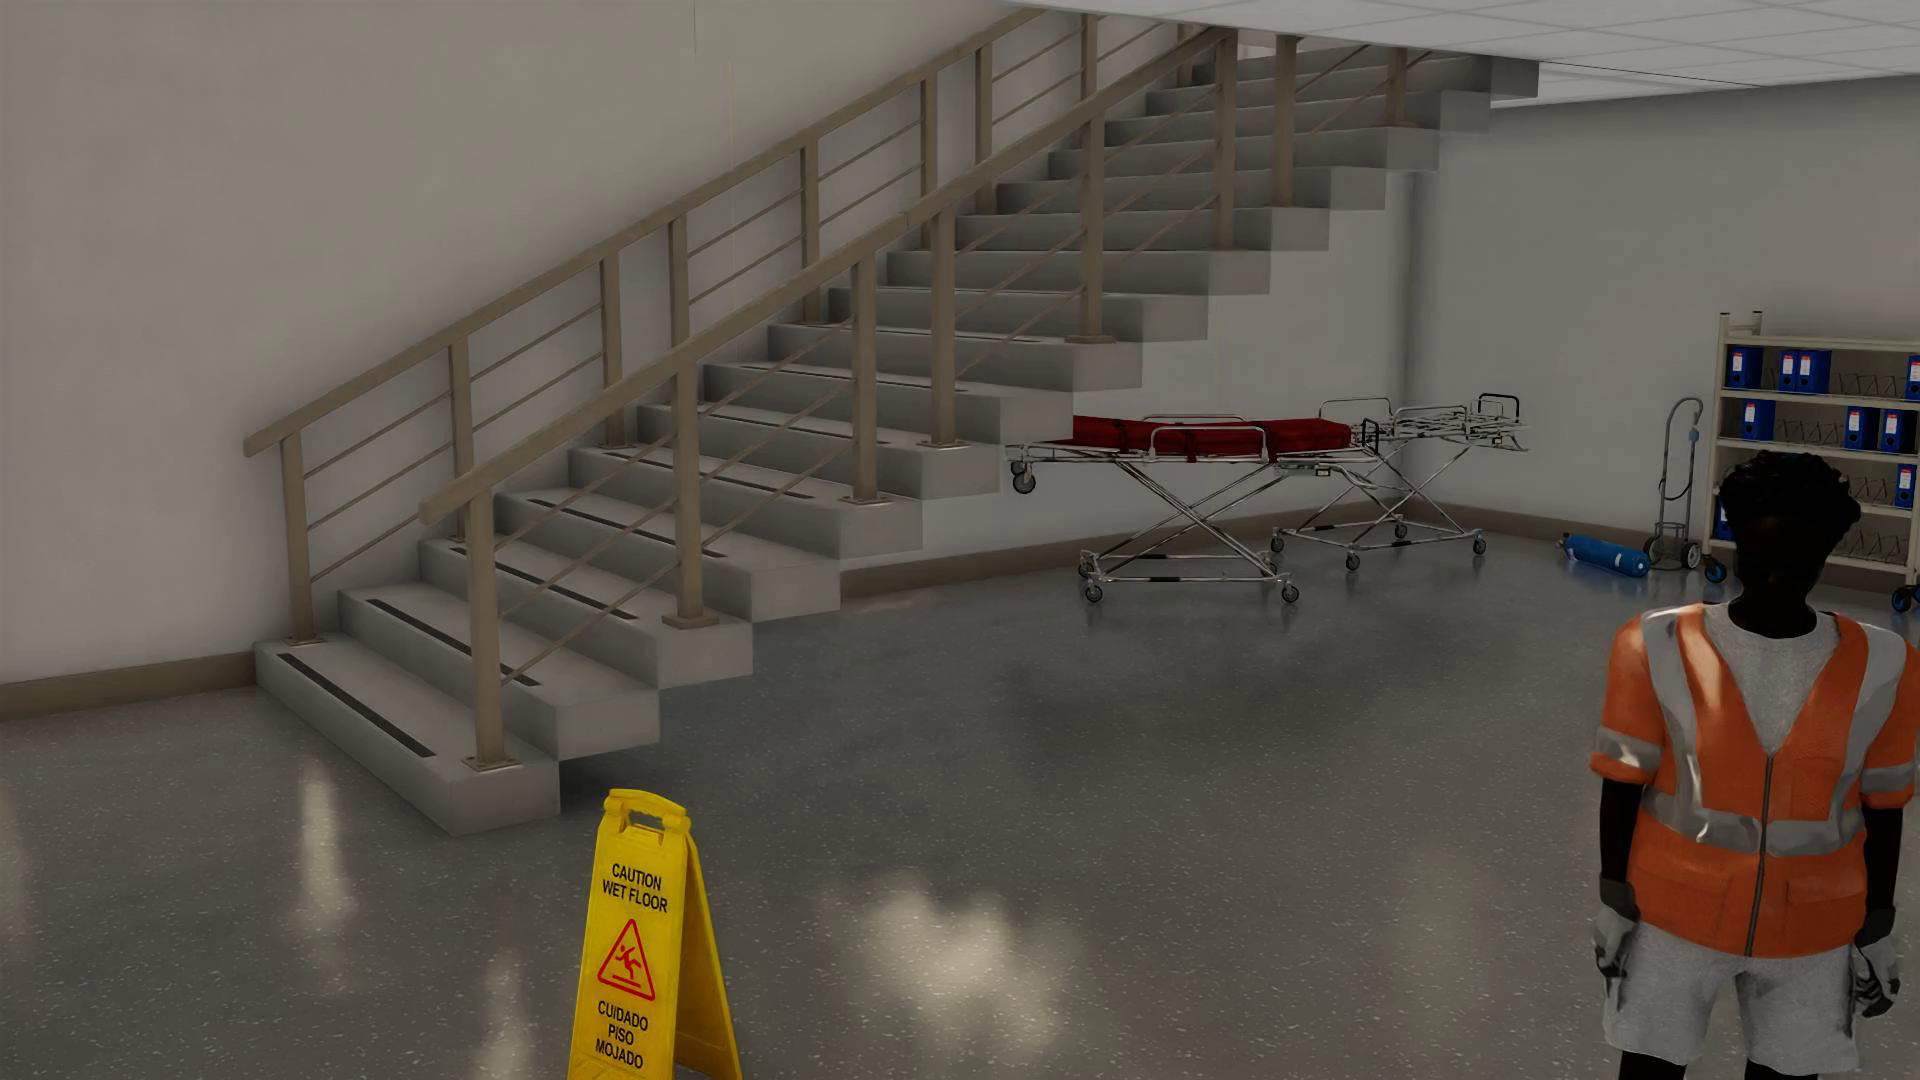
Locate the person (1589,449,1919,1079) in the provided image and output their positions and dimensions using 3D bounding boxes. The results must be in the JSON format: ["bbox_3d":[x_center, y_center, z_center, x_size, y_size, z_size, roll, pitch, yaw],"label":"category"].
[{"bbox_3d":[1.384,0.676,2.951,0.531,1.692,0.322,3,10,16],"label":"person"}]
